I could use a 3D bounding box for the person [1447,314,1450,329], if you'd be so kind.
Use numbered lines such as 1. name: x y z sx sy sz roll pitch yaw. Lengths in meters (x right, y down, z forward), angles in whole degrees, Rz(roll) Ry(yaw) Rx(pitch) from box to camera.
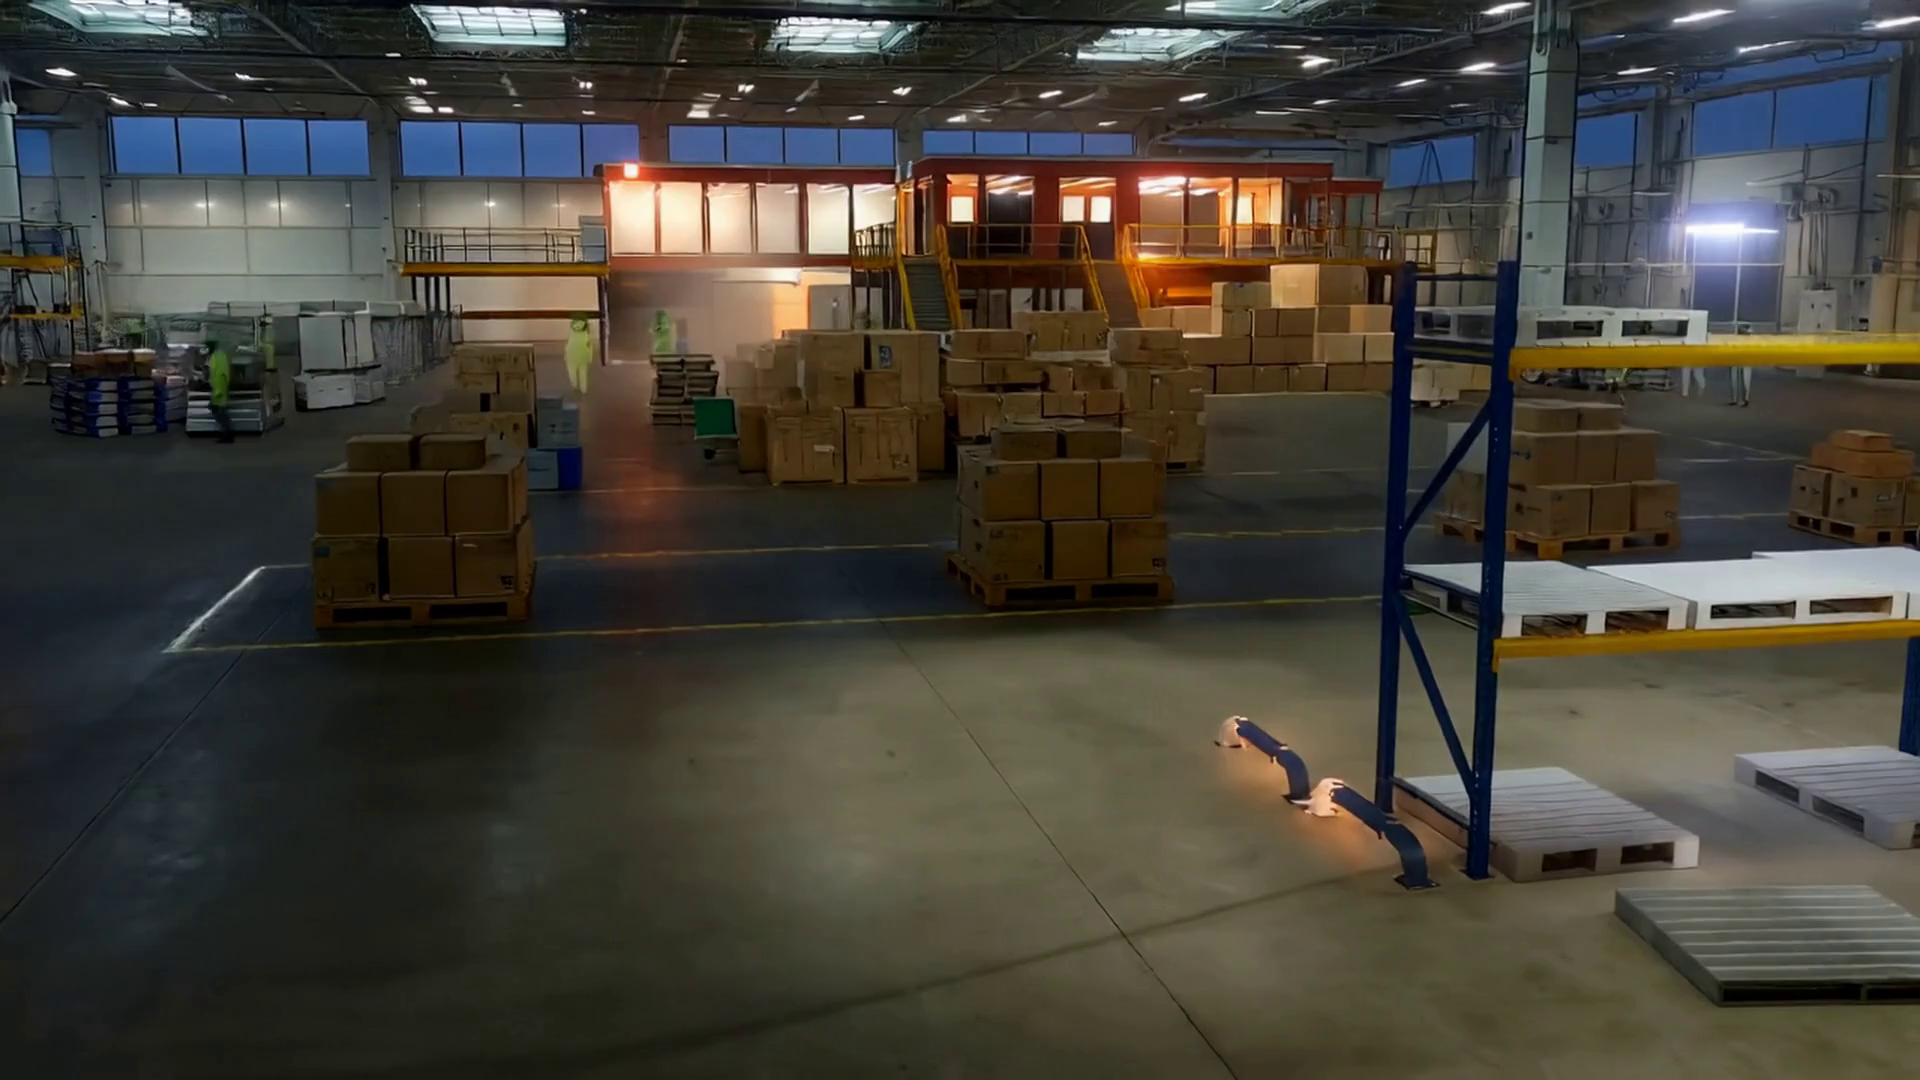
1. person: 13.573 -5.457 45.729 0.402 1.944 0.605 -4 10 -23

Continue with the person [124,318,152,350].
1. person: -18.487 -4.064 37.471 0.597 1.869 0.595 -1 9 -8

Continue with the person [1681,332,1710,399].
1. person: 16.828 -4.126 38.017 0.761 1.819 0.631 -9 13 -44

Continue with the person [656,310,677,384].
1. person: -7.506 -4.909 42.444 0.594 1.925 0.369 4 10 23

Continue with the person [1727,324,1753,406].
1. person: 17.041 -3.809 36.232 0.308 1.769 0.525 -6 11 -33

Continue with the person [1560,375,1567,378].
1. person: 16.249 -5.365 45.026 0.470 1.982 0.624 2 10 15

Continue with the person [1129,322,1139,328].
1. person: 3.710 -3.849 36.313 0.374 1.831 0.626 -2 10 -13

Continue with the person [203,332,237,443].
1. person: -12.690 -2.602 28.476 0.445 1.901 0.572 -6 11 -31

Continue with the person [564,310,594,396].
1. person: -8.905 -4.376 38.848 0.707 2.000 0.545 0 9 1

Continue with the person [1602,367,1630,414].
1. person: 13.378 -3.369 33.892 0.888 1.643 0.547 -4 10 -22

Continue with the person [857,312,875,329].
1. person: -2.151 -4.138 37.554 1.034 1.991 0.634 8 12 41

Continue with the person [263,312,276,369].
1. person: -19.049 -5.402 45.942 0.532 1.768 0.311 9 13 43
